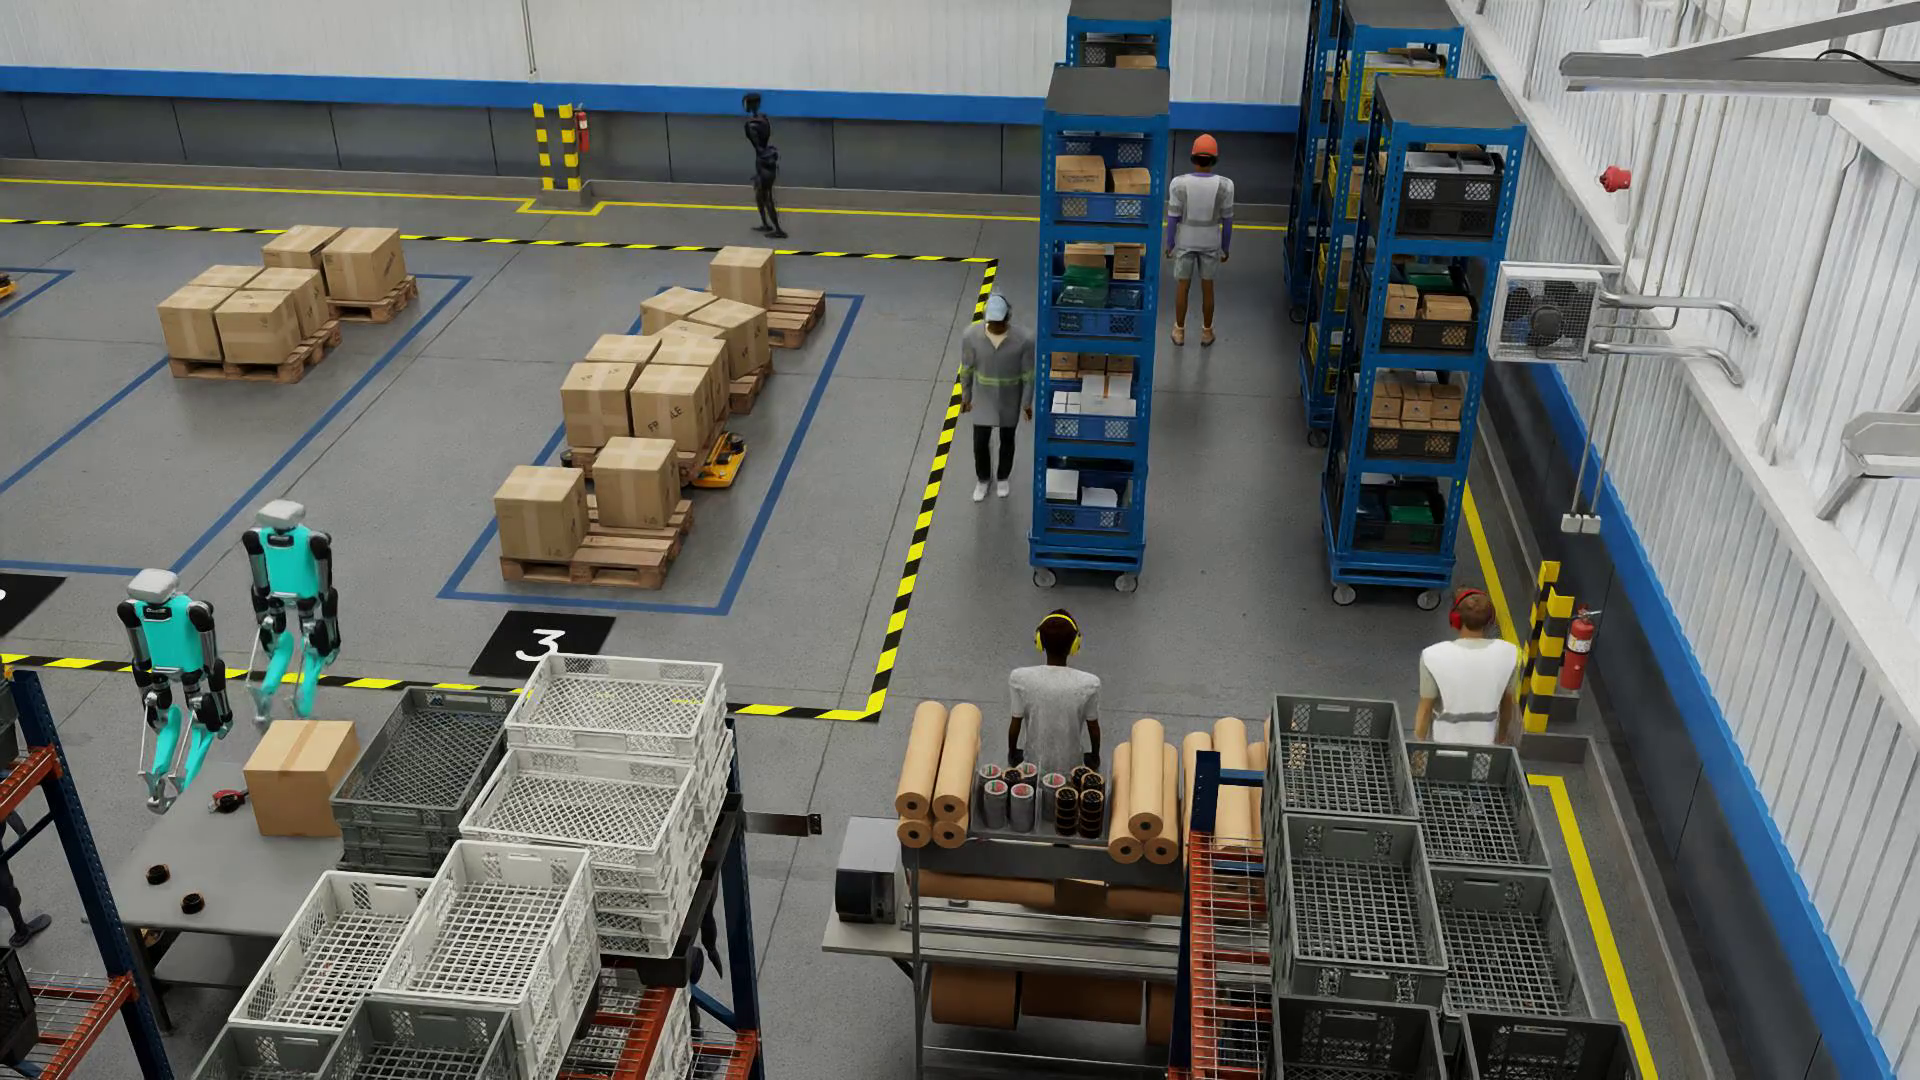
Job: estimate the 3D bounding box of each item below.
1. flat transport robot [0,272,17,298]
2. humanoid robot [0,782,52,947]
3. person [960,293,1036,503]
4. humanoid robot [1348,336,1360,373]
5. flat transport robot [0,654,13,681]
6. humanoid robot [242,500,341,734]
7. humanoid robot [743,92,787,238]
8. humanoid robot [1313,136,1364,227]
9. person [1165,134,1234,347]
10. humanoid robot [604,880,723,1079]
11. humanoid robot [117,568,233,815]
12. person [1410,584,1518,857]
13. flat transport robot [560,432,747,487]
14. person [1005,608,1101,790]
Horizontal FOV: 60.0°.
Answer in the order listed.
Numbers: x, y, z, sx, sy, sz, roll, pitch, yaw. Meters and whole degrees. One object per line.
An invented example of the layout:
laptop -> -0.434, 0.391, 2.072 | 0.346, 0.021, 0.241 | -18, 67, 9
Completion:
flat transport robot -> -10.573, -2.580, 17.077 | 1.431, 0.197, 0.652 | 3, 30, 6
humanoid robot -> -5.288, 1.438, 8.791 | 0.599, 1.655, 0.315 | 3, 30, 6
person -> 0.296, -1.116, 13.056 | 0.590, 1.815, 0.600 | 3, 30, 5
humanoid robot -> 3.334, -1.209, 13.160 | 0.533, 1.674, 0.735 | 3, 30, 6
flat transport robot -> -7.142, 0.969, 11.010 | 1.431, 0.231, 0.659 | 3, 30, 6
humanoid robot -> -4.060, 0.698, 10.031 | 0.541, 1.786, 0.779 | 4, 30, 6
humanoid robot -> -2.177, -4.132, 18.380 | 0.427, 1.646, 0.613 | 1, 30, 1
humanoid robot -> 3.928, -3.615, 17.485 | 0.618, 1.633, 0.448 | -4, 30, -7
person -> 2.257, -2.831, 15.777 | 0.613, 2.038, 0.393 | 3, 30, 5
humanoid robot -> -1.441, 1.941, 7.926 | 0.599, 1.655, 0.315 | 3, 30, 6
humanoid robot -> -4.431, 1.028, 9.315 | 0.533, 1.677, 0.735 | 3, 30, 6
person -> 2.770, 1.098, 9.293 | 0.596, 1.789, 0.808 | -3, 30, -4
flat transport robot -> -2.554, -0.707, 13.861 | 1.431, 0.197, 0.652 | 3, 30, 6
person -> 0.506, 1.202, 9.022 | 0.531, 1.864, 0.309 | 3, 30, 5
